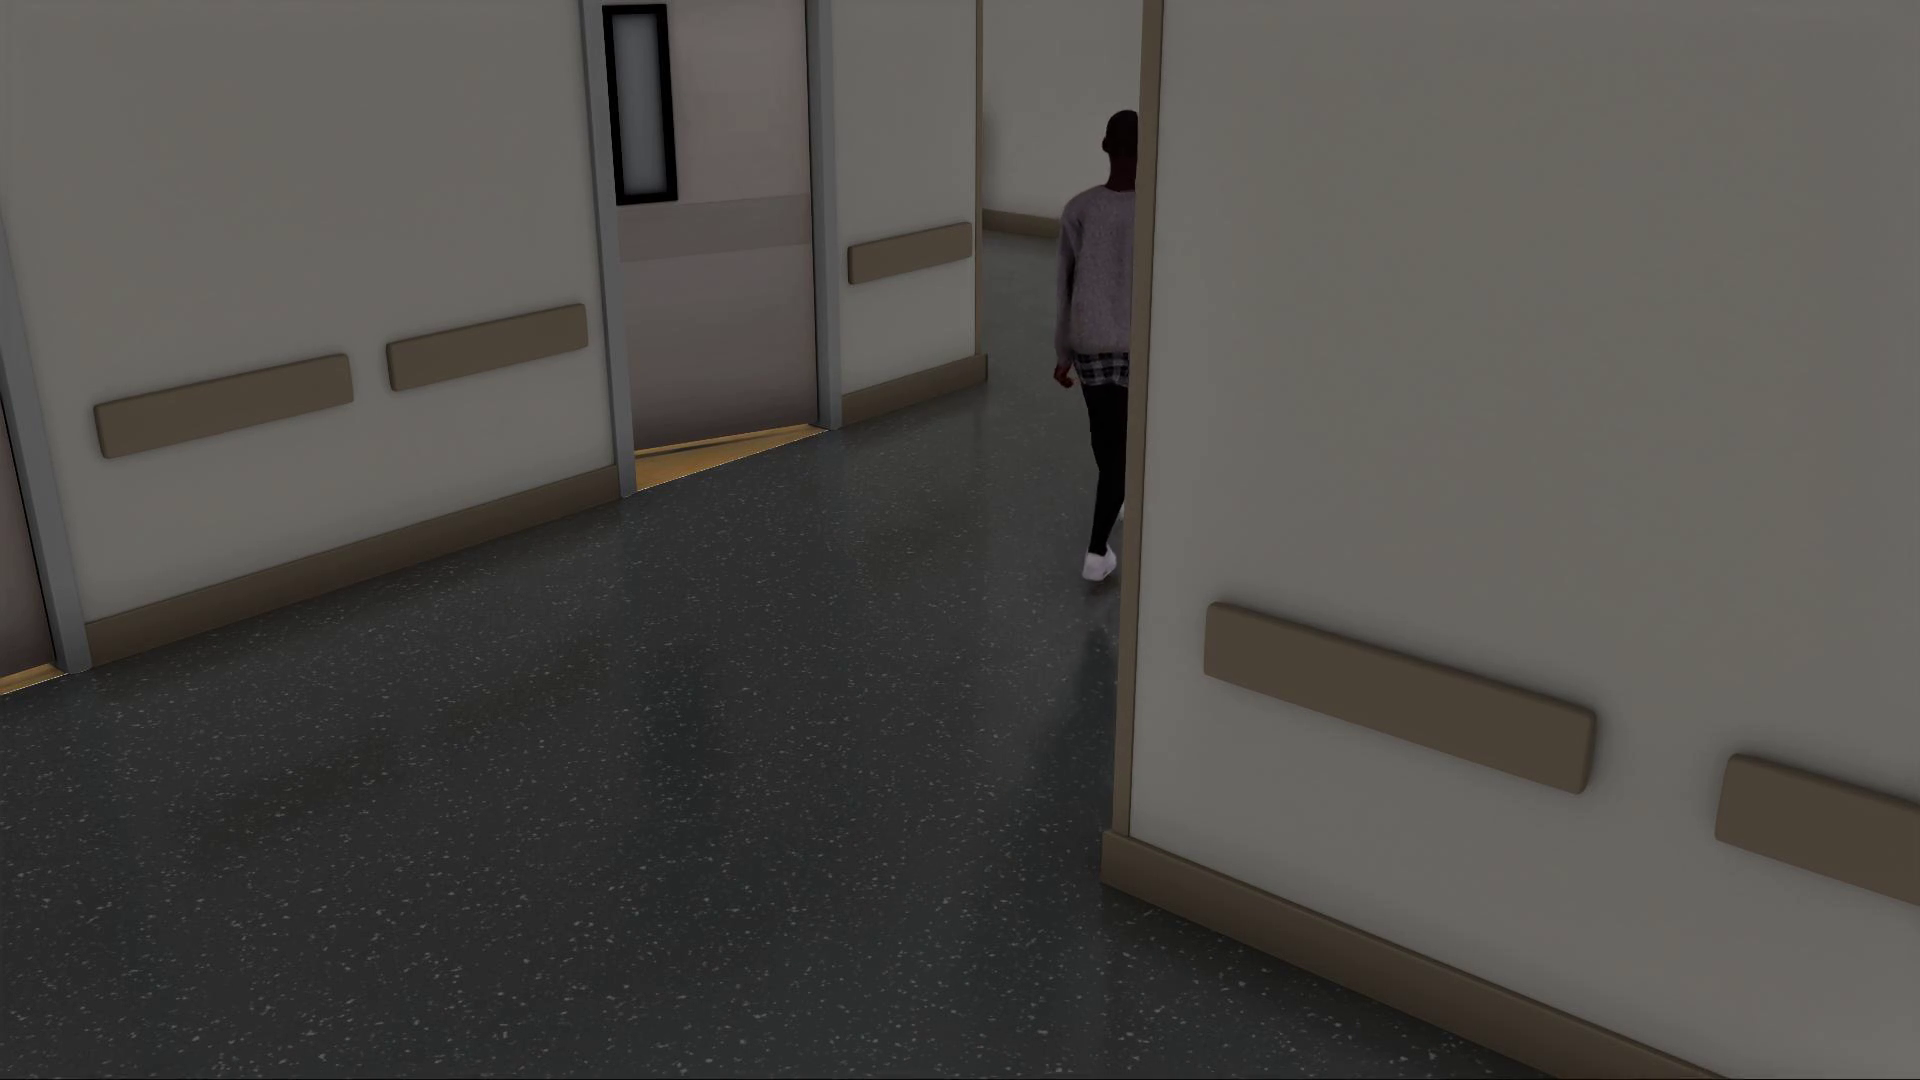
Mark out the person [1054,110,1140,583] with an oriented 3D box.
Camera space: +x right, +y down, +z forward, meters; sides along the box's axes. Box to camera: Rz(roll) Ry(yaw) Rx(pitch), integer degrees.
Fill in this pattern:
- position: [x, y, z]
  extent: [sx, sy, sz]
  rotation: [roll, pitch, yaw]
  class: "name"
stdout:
- position: [0.573, -0.683, 6.267]
  extent: [0.944, 1.731, 1.227]
  rotation: [6, 22, 16]
  class: "person"
